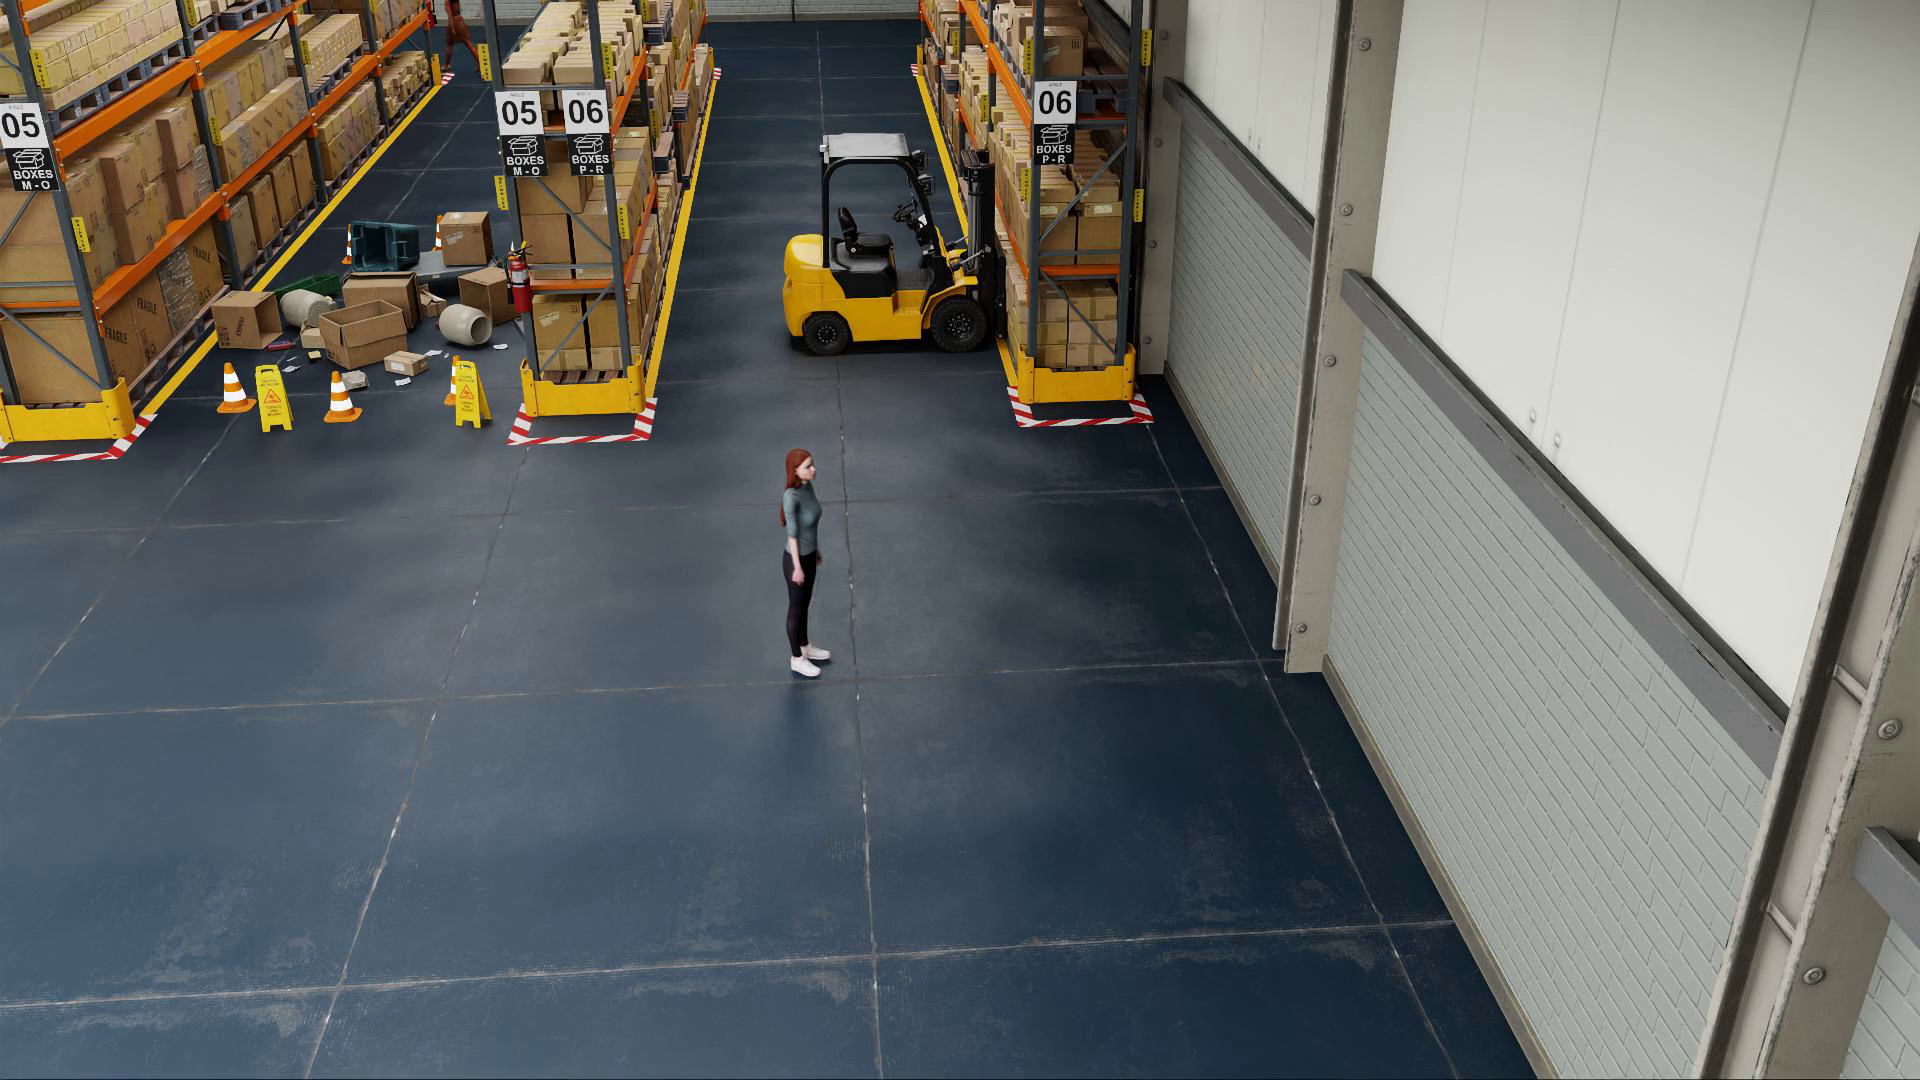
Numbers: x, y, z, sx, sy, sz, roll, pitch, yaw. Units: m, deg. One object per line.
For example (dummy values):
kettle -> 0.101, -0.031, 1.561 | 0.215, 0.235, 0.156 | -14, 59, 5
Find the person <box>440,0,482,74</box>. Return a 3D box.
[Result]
person -> -9.198, -9.386, 30.632 | 0.971, 1.634, 1.131 | 9, 29, 17

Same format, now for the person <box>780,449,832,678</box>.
person -> -1.142, 0.145, 12.004 | 0.711, 1.742, 0.589 | 7, 28, 14
